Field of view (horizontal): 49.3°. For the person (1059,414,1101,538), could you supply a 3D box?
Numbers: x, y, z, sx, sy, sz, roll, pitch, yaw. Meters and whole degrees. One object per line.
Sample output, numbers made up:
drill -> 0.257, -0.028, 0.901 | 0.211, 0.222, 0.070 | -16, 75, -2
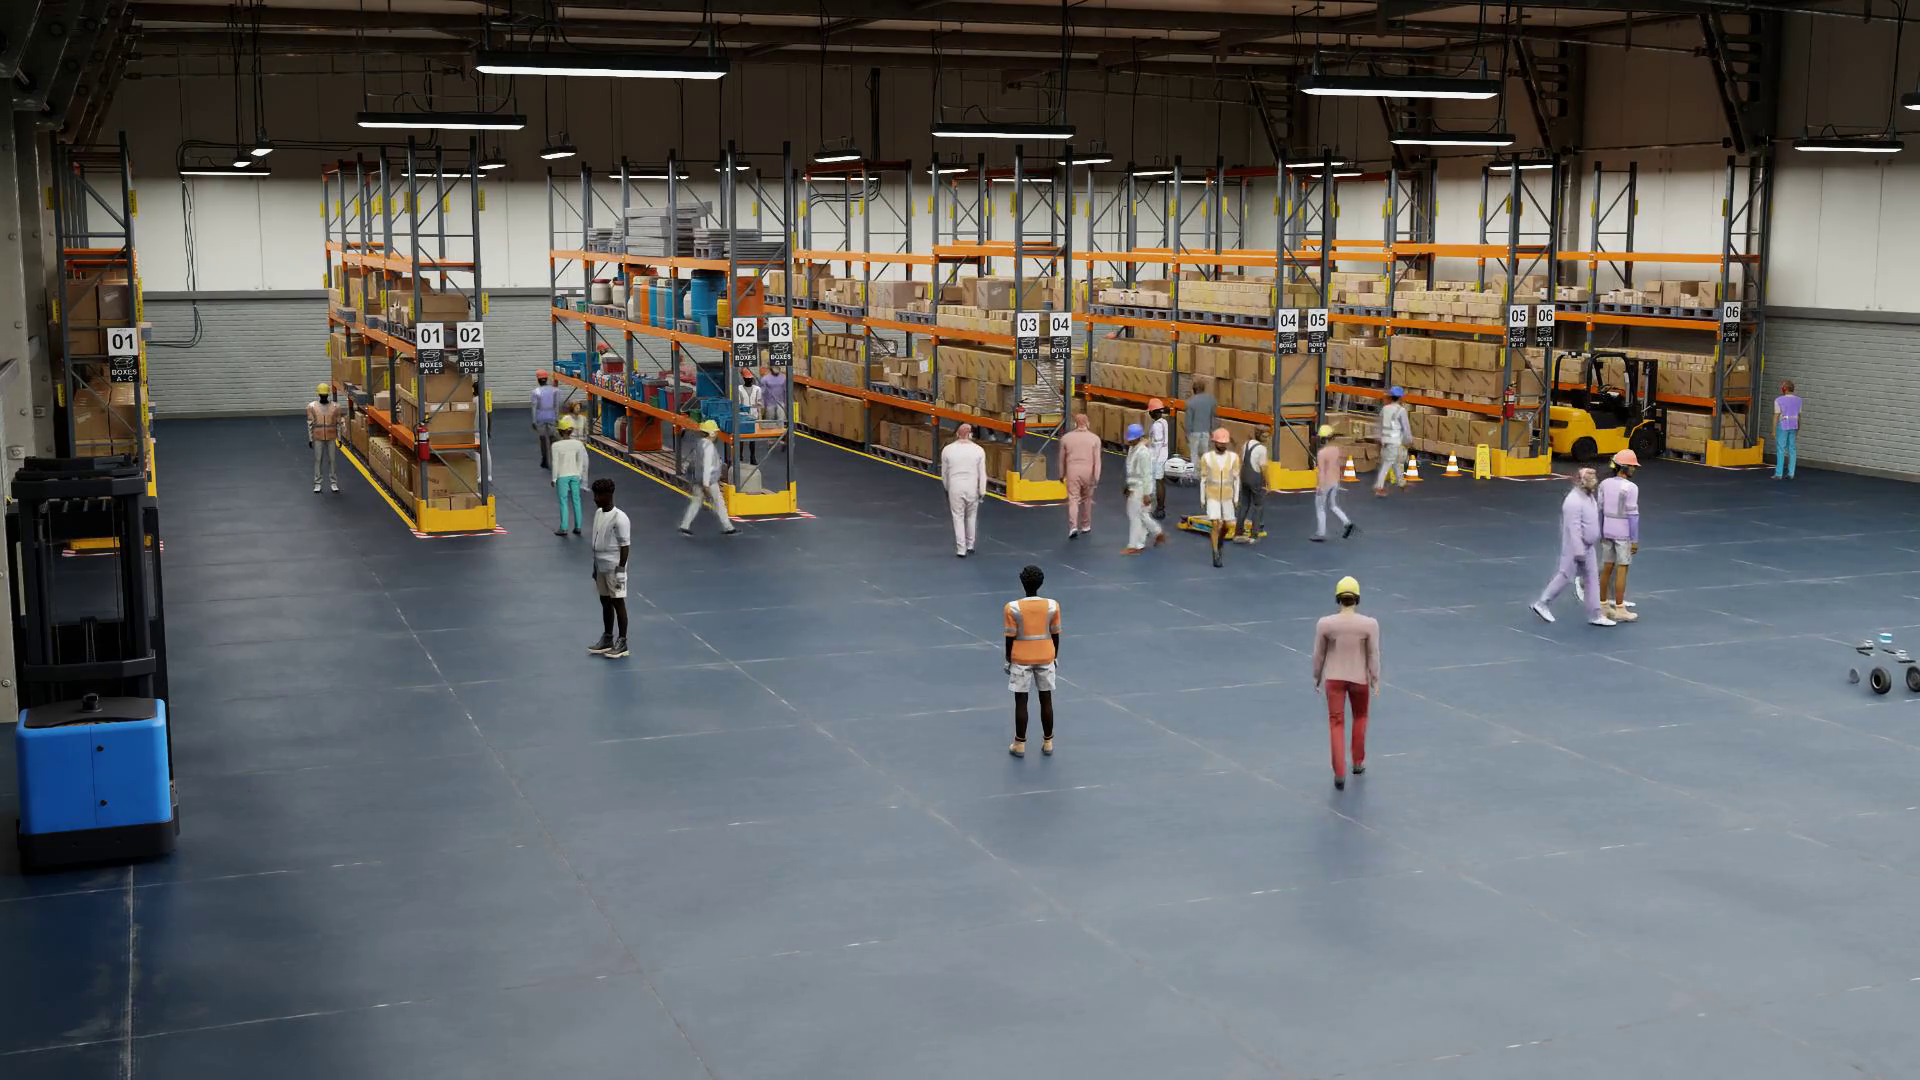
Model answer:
person -> 1.810, -0.983, 31.712 | 0.655, 1.854, 1.019 | 1, 9, 9

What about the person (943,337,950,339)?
person -> -0.475, -4.262, 53.415 | 0.901, 1.902, 0.535 | -4, 10, -26

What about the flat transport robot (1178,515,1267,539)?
flat transport robot -> 4.002, -0.218, 31.972 | 0.652, 0.197, 1.431 | -5, 10, -28

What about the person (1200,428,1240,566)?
person -> 3.586, -0.618, 29.027 | 0.553, 1.916, 0.598 | 0, 9, -2

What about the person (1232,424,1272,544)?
person -> 4.327, -0.825, 30.809 | 0.416, 1.803, 0.567 | -5, 10, -30

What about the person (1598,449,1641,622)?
person -> 7.865, -0.064, 24.939 | 0.392, 2.038, 0.611 | -4, 9, -23

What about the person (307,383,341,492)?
person -> -11.212, -1.815, 36.976 | 0.585, 1.930, 0.361 | -3, 9, -19

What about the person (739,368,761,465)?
person -> -4.113, -2.383, 40.732 | 0.547, 1.938, 0.377 | -3, 9, -22

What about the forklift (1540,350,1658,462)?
forklift -> 12.897, -2.725, 42.309 | 2.313, 2.155, 1.214 | -3, 9, -21

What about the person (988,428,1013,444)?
person -> 0.857, -3.050, 45.439 | 0.599, 1.872, 1.016 | -3, 9, -20

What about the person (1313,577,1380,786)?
person -> 3.268, 1.166, 17.709 | 0.558, 1.734, 0.764 | 2, 9, 13

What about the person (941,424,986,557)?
person -> 0.045, -0.725, 29.907 | 0.632, 1.865, 0.860 | 0, 9, -3

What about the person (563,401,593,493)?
person -> -6.717, -1.623, 36.706 | 0.533, 1.616, 0.617 | -7, 11, -38

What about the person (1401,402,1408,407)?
person -> 10.345, -3.430, 48.402 | 0.483, 1.737, 0.320 | 8, 12, 43

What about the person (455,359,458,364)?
person -> -10.809, -2.963, 45.014 | 0.540, 1.820, 0.975 | -6, 10, -33

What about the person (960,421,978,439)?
person -> 0.248, -2.499, 42.448 | 0.547, 1.643, 0.874 | -6, 10, -34

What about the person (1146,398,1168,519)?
person -> 3.151, -1.307, 33.576 | 0.362, 1.934, 0.543 | 2, 9, 14

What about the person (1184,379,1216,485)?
person -> 4.350, -1.953, 37.913 | 0.643, 1.925, 0.536 | -3, 9, -22

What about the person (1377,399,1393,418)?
person -> 9.452, -3.217, 46.179 | 0.624, 1.974, 0.788 | -3, 9, -22

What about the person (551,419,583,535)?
person -> -5.976, -0.958, 31.820 | 0.533, 1.766, 0.324 | -7, 11, -41

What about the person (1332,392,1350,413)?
person -> 8.994, -3.607, 49.217 | 0.627, 1.844, 0.429 | -5, 10, -28

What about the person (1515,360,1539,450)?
person -> 11.867, -2.845, 44.002 | 0.574, 1.882, 0.356 | 4, 9, 24

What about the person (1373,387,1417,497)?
person -> 7.571, -1.712, 36.382 | 1.047, 1.885, 0.599 | -4, 9, -23

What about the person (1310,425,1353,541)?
person -> 5.509, -0.832, 31.032 | 0.565, 1.751, 0.534 | 8, 12, 44

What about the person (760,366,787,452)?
person -> -3.845, -2.788, 43.605 | 0.656, 1.879, 1.033 | -3, 9, -18

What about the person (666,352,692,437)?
person -> -6.283, -3.259, 46.778 | 0.636, 1.877, 0.919 | -6, 11, -36

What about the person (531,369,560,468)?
person -> -8.042, -2.360, 40.624 | 0.581, 1.924, 0.445 | -5, 10, -31

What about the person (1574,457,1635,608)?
person -> 7.958, -0.114, 25.736 | 0.661, 1.900, 0.584 | 4, 9, 25

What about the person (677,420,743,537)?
person -> -3.819, -0.922, 31.544 | 0.968, 1.782, 0.619 | -3, 9, -20

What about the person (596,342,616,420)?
person -> -8.439, -3.747, 49.848 | 0.909, 1.930, 0.685 | 6, 11, 36

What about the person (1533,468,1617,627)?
person -> 7.242, 0.067, 24.663 | 0.935, 1.872, 0.649 | 7, 11, 40

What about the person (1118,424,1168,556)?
person -> 2.637, -0.726, 29.879 | 0.717, 1.899, 0.672 | -2, 9, -12

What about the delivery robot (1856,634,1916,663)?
delivery robot -> 9.407, 1.069, 21.266 | 0.335, 0.223, 0.698 | -2, 9, -13

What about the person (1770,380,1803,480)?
person -> 15.279, -2.023, 38.676 | 0.560, 1.836, 0.380 | -2, 9, -16

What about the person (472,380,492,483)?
person -> -8.809, -1.986, 38.312 | 0.332, 1.872, 0.514 | 8, 12, 42

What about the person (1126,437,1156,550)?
person -> 2.641, -0.683, 30.420 | 0.540, 1.632, 0.432 | 8, 12, 42

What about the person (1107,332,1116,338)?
person -> 3.786, -4.187, 52.452 | 0.628, 2.038, 0.443 | -1, 9, -7

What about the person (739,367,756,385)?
person -> -4.864, -3.205, 47.375 | 0.502, 1.597, 0.841 | -2, 9, -13

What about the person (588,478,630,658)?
person -> -3.828, 0.293, 22.824 | 0.377, 1.958, 0.600 | -7, 11, -40

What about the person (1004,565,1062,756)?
person -> 0.637, 1.065, 18.552 | 0.535, 1.697, 0.318 | -2, 9, -14

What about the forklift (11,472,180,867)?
forklift -> -6.630, 0.886, 15.957 | 1.129, 2.768, 1.873 | -3, 9, -21

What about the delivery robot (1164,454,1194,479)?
delivery robot -> 3.921, -1.317, 38.046 | 0.477, 0.478, 0.707 | -7, 11, -41
